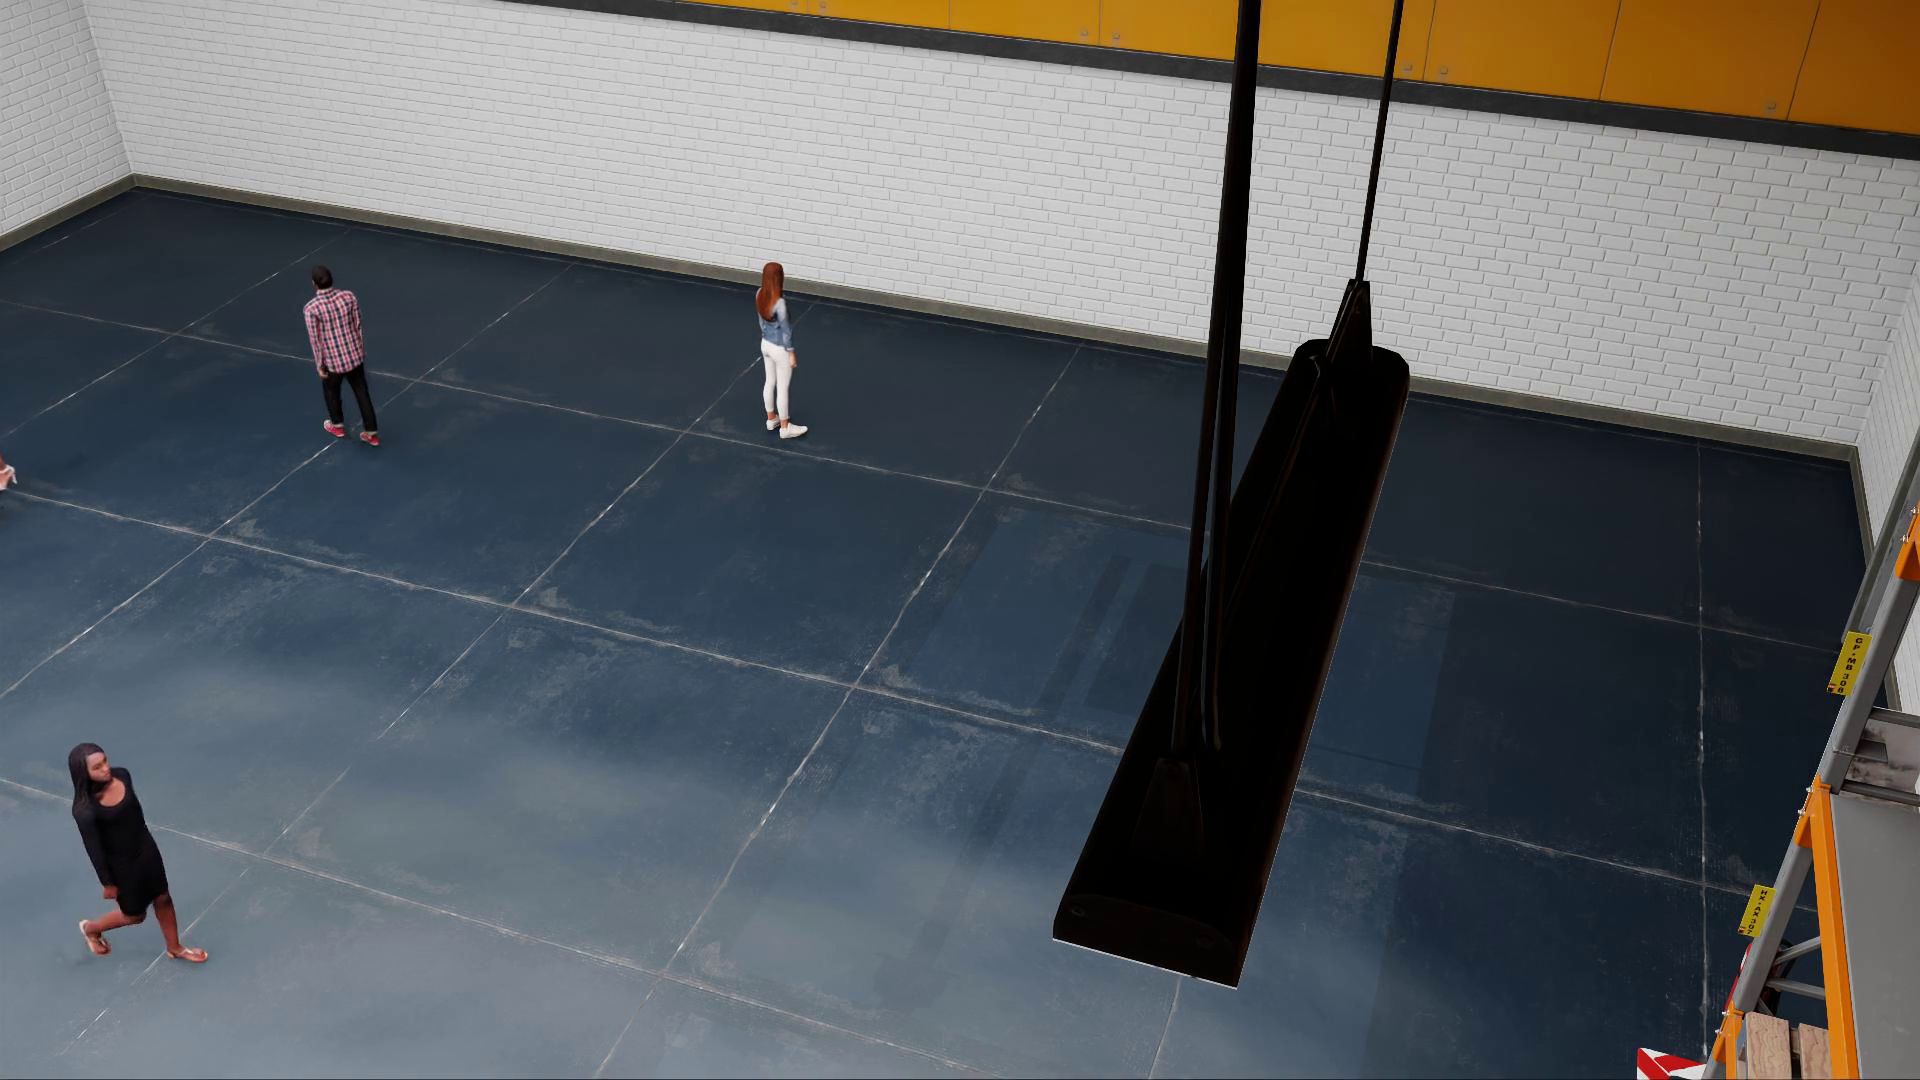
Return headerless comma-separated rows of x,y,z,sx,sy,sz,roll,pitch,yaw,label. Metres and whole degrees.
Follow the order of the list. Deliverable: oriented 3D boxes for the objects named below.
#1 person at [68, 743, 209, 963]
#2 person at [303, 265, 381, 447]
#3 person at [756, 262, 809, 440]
-4.981,1.882,9.805,0.802,1.705,0.923,4,34,6,person
-5.570,-1.637,15.062,0.975,1.746,0.990,-25,41,-33,person
-1.689,-1.749,15.270,0.694,1.703,0.690,-24,40,-31,person
